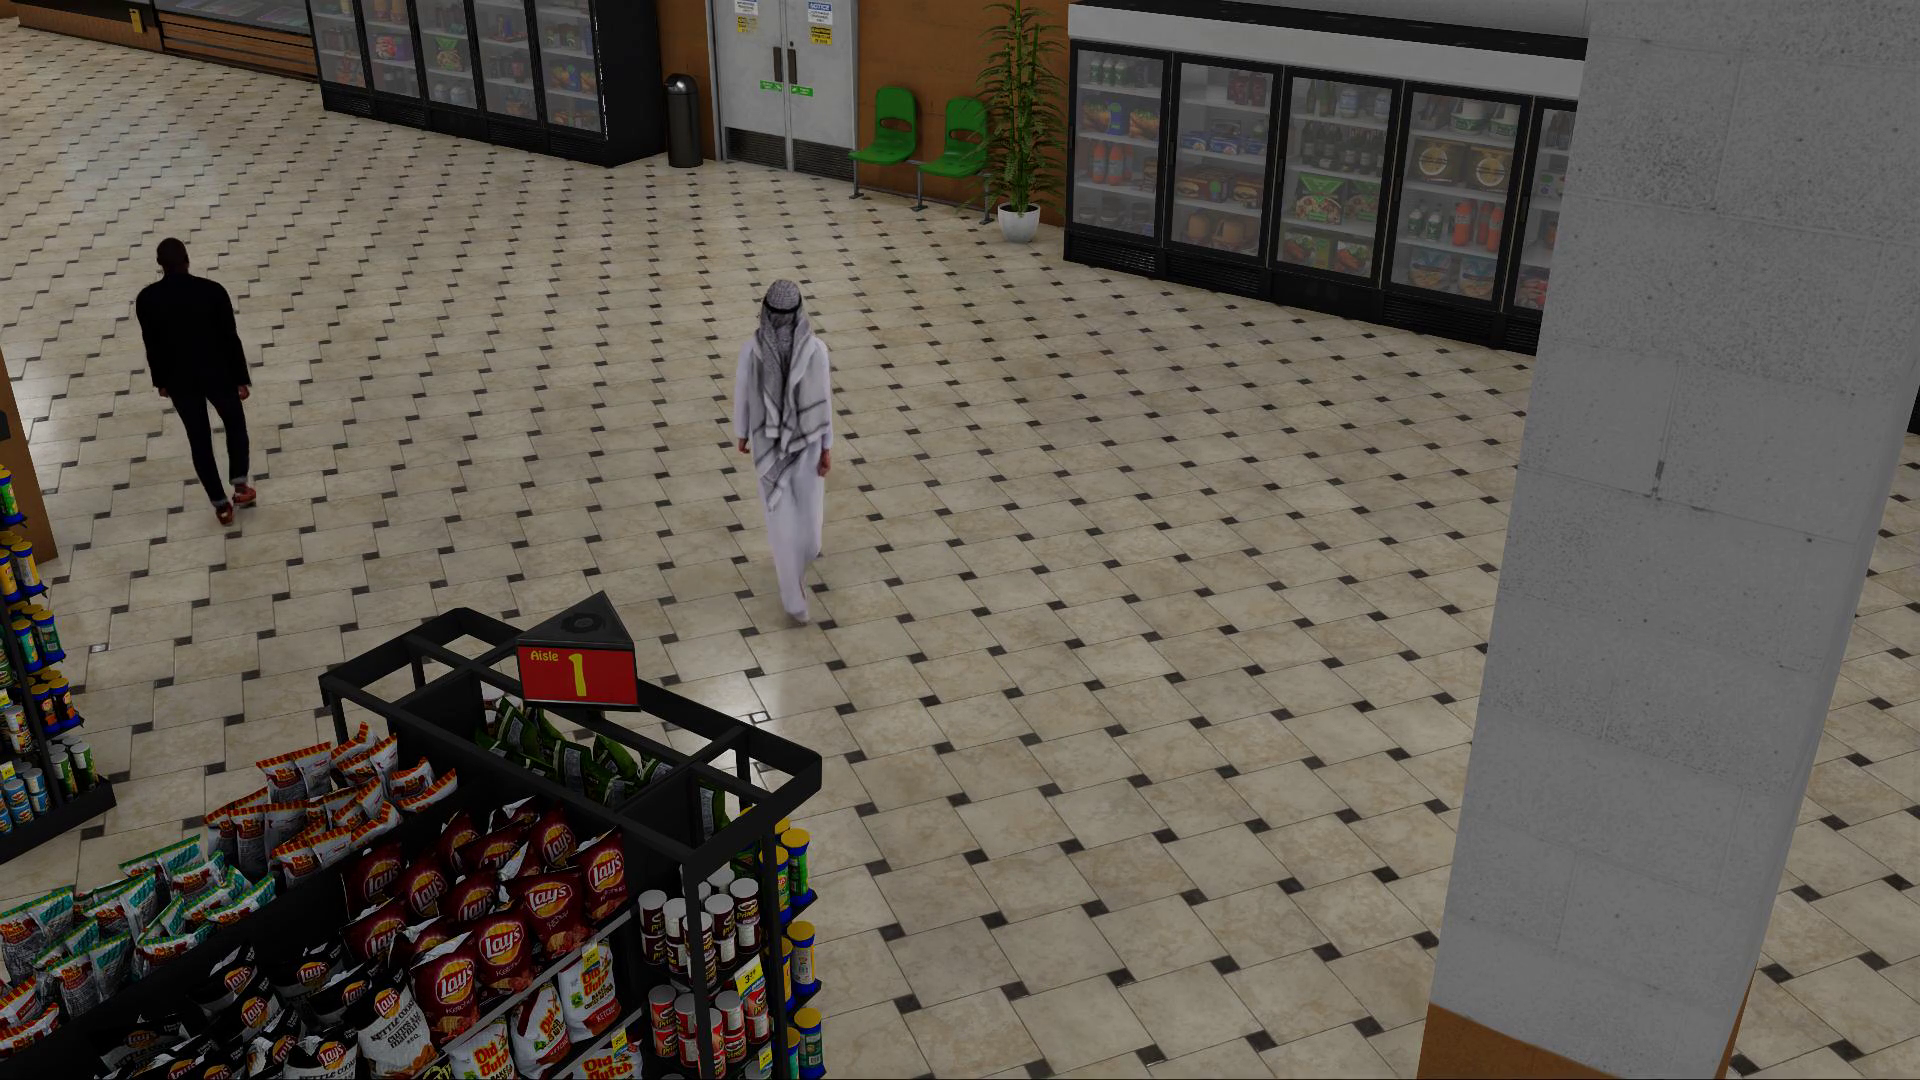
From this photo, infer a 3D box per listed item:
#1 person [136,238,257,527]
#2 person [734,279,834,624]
[{"bbox_3d":[-4.637,-0.925,10.150,0.842,1.806,0.927,-9,28,-18],"label":"person"},{"bbox_3d":[-0.935,-0.440,9.106,1.218,1.884,1.217,-7,28,-14],"label":"person"}]
